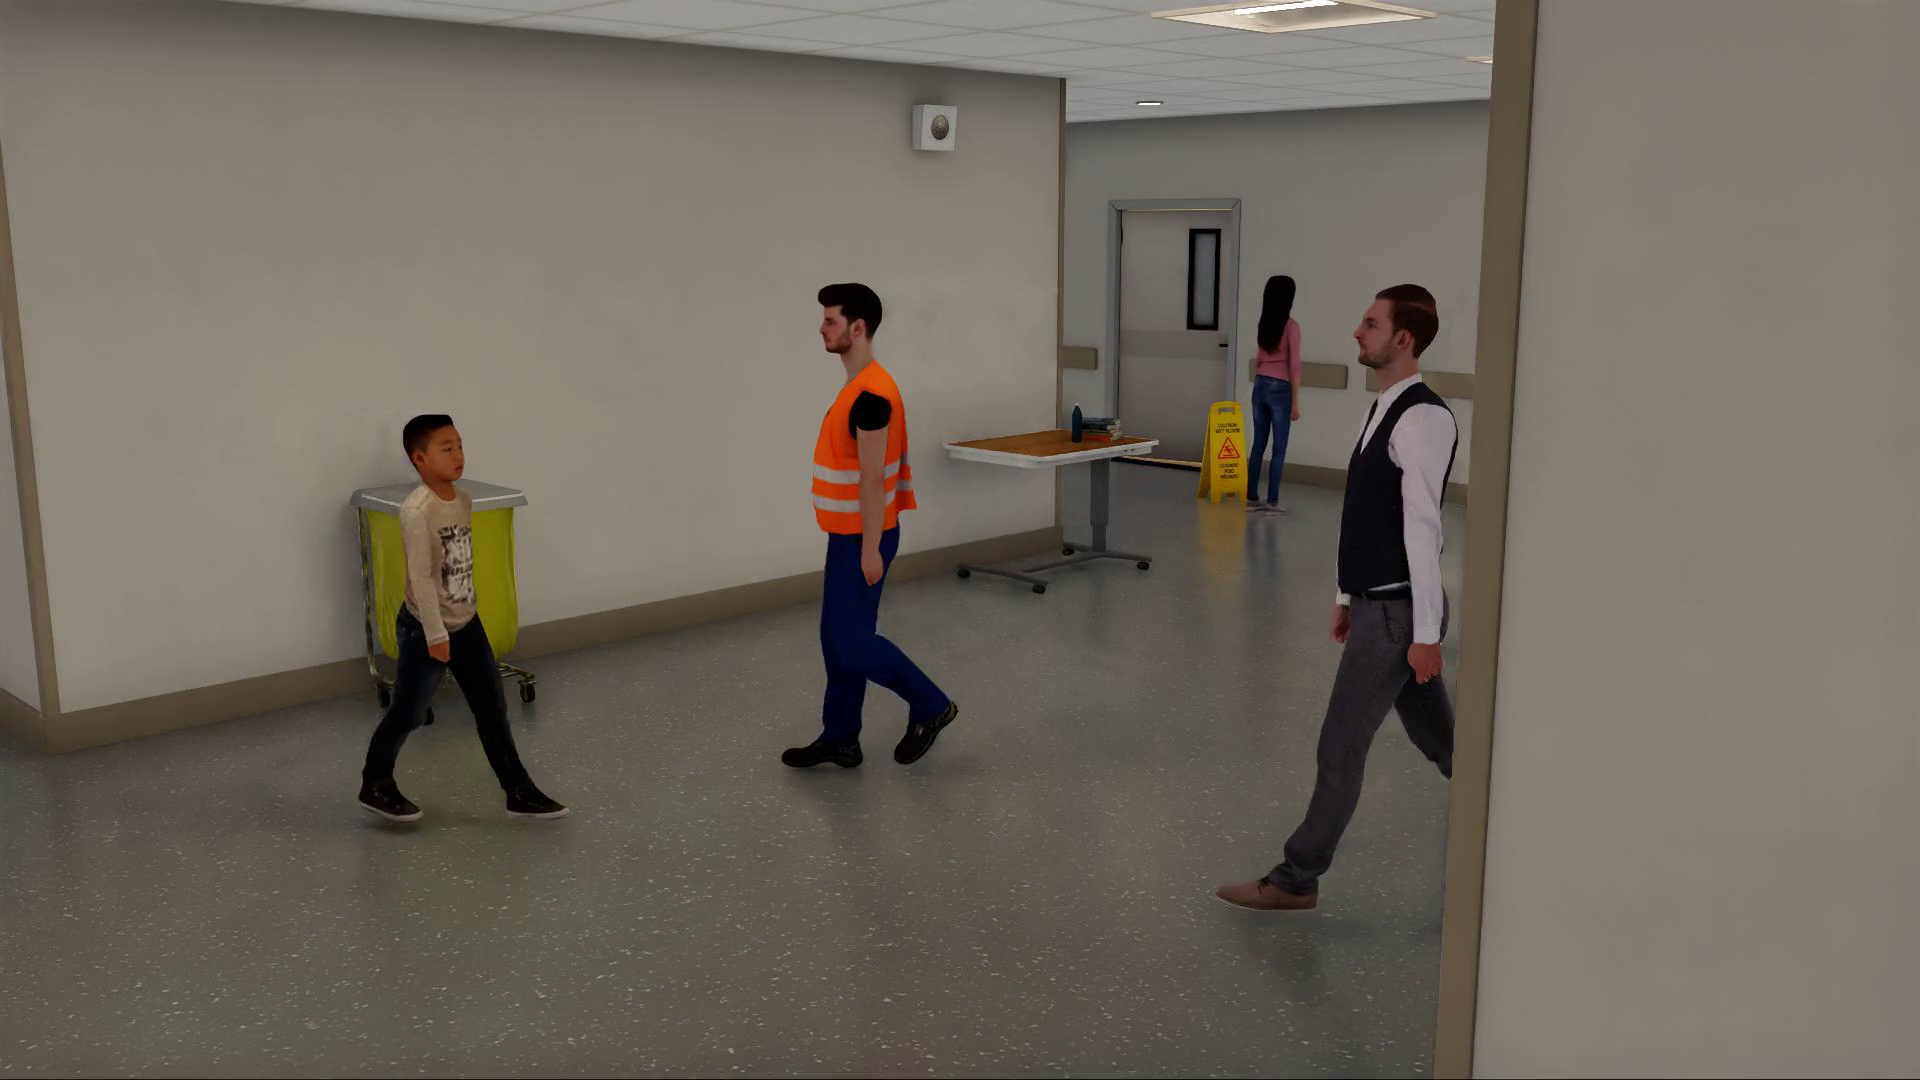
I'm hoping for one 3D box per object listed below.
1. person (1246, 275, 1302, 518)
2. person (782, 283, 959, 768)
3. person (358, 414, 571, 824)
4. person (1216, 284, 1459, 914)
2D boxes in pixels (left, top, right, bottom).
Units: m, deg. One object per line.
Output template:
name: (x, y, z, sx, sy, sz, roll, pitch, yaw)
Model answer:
person: (2.283, -1.061, 12.153, 0.668, 1.738, 0.519, -7, 13, -34)
person: (-0.325, -0.025, 6.335, 1.024, 1.872, 0.997, -2, 11, -8)
person: (-1.866, 0.309, 5.764, 1.045, 1.429, 0.825, 3, 11, 17)
person: (1.388, 0.222, 4.927, 1.292, 1.911, 1.179, 1, 11, 4)
